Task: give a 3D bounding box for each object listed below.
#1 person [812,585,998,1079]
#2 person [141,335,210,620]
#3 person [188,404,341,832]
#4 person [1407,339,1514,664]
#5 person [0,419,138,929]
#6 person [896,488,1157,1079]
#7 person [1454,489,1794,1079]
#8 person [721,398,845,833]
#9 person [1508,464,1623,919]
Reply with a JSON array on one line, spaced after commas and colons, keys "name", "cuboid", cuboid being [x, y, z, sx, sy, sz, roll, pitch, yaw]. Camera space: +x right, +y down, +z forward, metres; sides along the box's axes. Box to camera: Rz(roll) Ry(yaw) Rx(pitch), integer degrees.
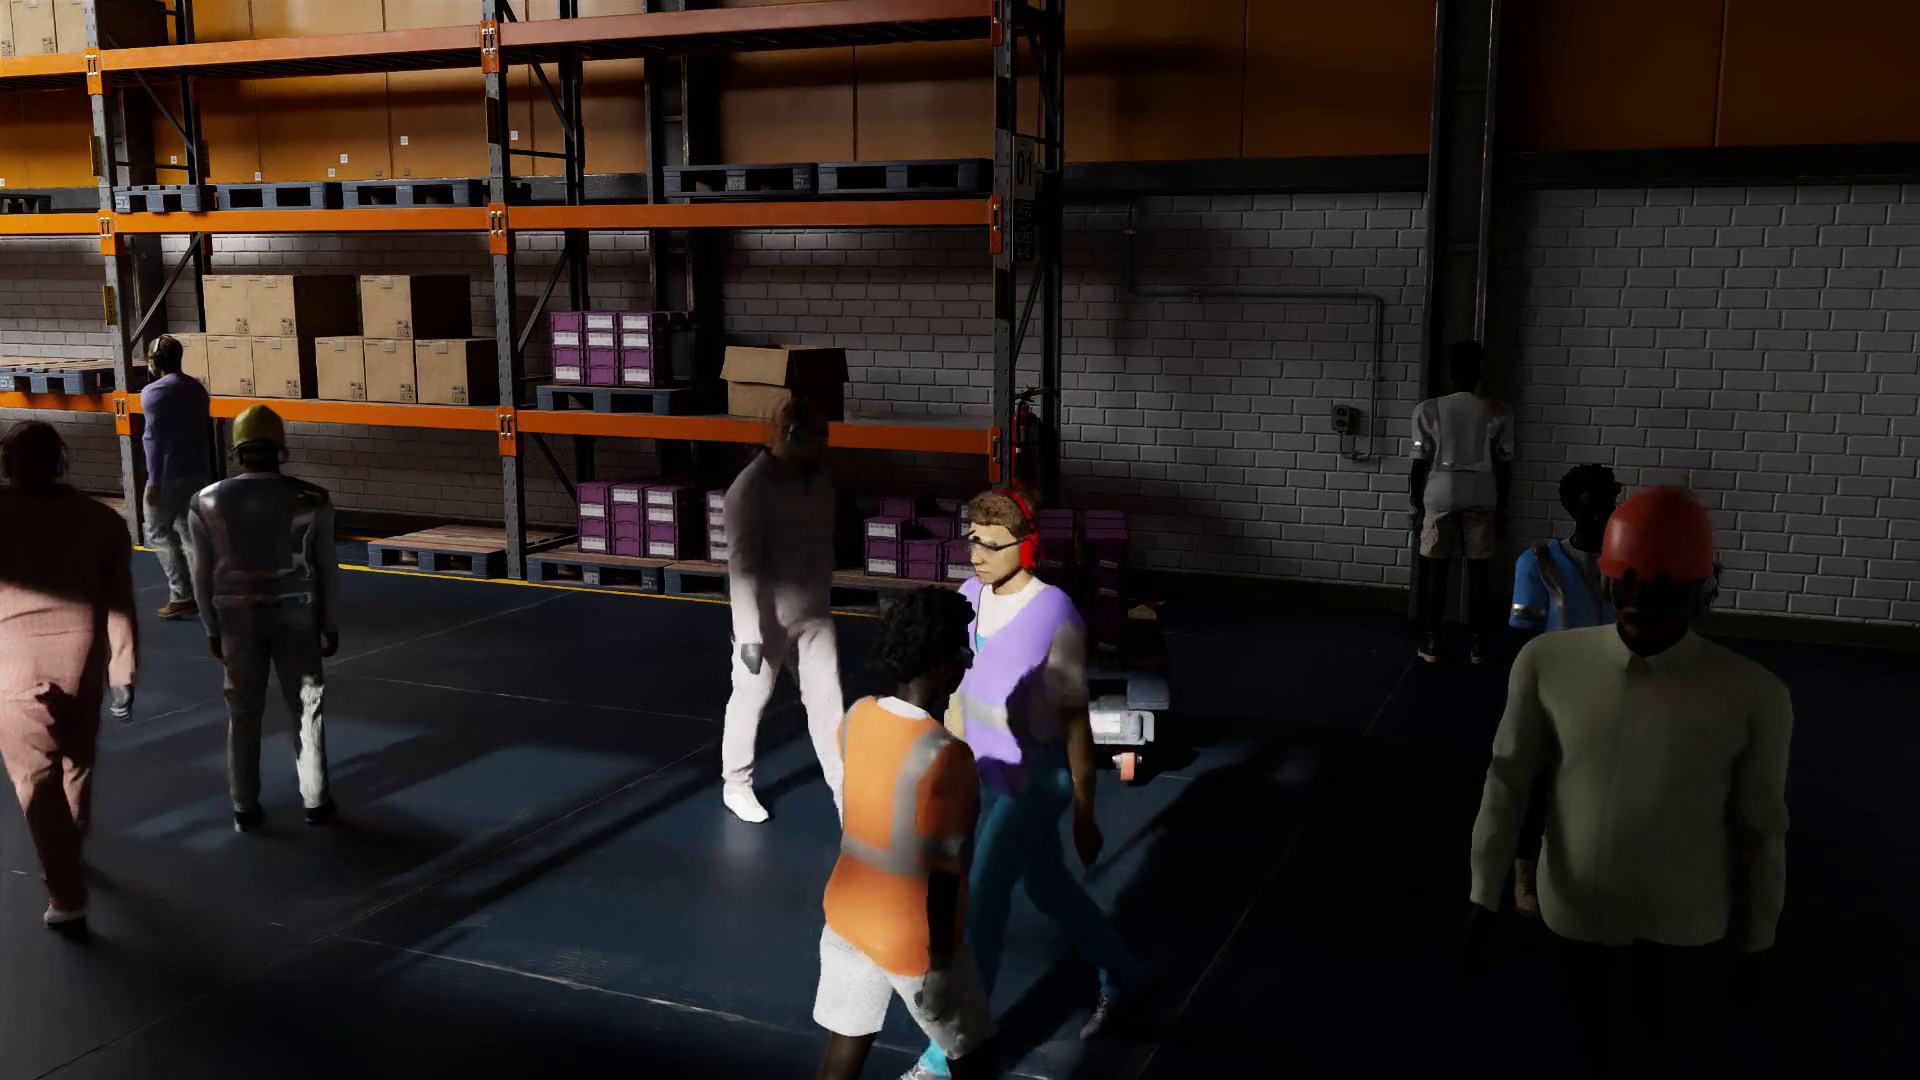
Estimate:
[{"name": "person", "cuboid": [-0.058, 0.923, 4.059, 0.837, 1.651, 0.550, -7, 12, -36]}, {"name": "person", "cuboid": [-5.319, -0.424, 11.323, 0.379, 1.932, 0.655, 1, 10, 7]}, {"name": "person", "cuboid": [-2.960, 0.334, 7.139, 0.585, 1.825, 0.403, -3, 10, -17]}, {"name": "person", "cuboid": [3.018, -0.226, 10.063, 0.609, 1.960, 0.371, 2, 10, 11]}, {"name": "person", "cuboid": [-3.446, 0.474, 6.248, 0.633, 1.849, 1.050, -8, 13, -41]}, {"name": "person", "cuboid": [0.220, 0.723, 4.946, 0.980, 1.794, 0.555, -4, 10, -23]}, {"name": "person", "cuboid": [1.517, 0.836, 3.798, 0.618, 1.939, 1.046, 8, 12, 38]}, {"name": "person", "cuboid": [-0.676, 0.337, 7.011, 0.990, 1.842, 0.711, 7, 12, 38]}, {"name": "person", "cuboid": [2.287, 0.559, 6.154, 0.538, 1.696, 0.317, -1, 10, -4]}]
